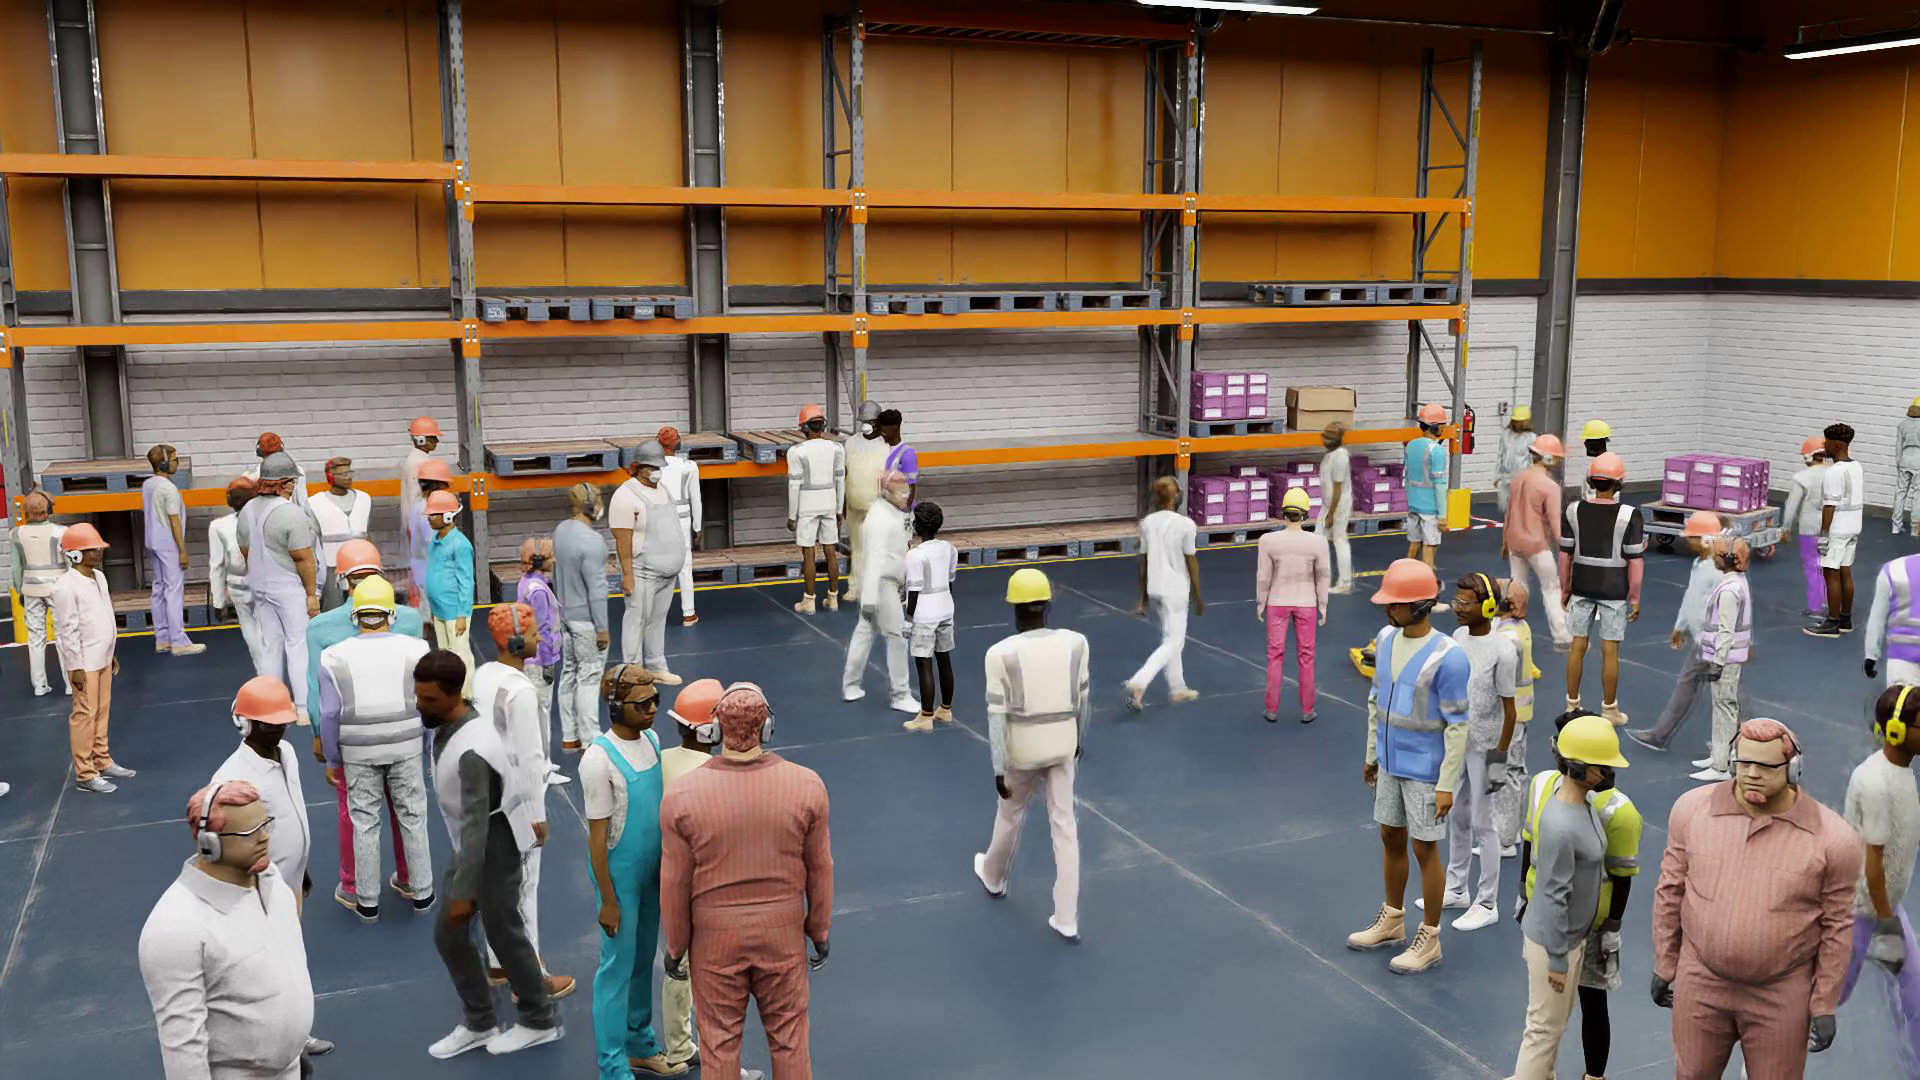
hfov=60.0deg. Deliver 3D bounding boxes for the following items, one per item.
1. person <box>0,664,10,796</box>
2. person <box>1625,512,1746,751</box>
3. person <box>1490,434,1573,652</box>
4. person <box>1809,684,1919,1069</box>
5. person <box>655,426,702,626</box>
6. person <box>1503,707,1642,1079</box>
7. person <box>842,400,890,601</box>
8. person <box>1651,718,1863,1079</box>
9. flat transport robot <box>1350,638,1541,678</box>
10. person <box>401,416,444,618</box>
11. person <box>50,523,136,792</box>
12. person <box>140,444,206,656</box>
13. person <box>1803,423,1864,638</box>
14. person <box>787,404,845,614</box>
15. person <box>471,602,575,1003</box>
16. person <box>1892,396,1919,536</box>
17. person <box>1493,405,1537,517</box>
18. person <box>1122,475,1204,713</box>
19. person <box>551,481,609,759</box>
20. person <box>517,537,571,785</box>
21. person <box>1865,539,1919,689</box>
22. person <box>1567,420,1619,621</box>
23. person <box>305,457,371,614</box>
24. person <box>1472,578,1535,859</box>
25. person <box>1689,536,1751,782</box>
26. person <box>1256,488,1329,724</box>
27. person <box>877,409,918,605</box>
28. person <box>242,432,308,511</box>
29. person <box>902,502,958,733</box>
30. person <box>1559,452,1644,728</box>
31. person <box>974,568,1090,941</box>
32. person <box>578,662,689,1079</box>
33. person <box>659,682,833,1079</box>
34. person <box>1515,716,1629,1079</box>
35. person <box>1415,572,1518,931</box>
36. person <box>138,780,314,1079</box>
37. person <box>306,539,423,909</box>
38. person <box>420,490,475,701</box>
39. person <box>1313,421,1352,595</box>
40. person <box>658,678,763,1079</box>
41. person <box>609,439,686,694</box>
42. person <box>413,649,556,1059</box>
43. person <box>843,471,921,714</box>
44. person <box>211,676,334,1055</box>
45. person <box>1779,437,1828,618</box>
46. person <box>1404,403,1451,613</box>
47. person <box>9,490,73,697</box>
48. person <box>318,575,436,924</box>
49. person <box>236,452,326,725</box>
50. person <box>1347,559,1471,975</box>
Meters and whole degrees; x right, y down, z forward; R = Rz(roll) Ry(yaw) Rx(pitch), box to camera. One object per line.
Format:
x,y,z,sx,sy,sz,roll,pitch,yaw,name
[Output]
-6.390,0.741,10.502,0.590,1.917,0.398,-4,10,-19,person
5.152,0.650,11.625,0.885,1.701,0.606,2,10,13,person
5.108,0.042,14.526,0.884,1.937,0.659,-3,10,-15,person
3.714,1.465,6.629,0.533,1.816,0.957,-10,14,-44,person
-2.710,-0.123,15.570,0.584,1.882,0.337,-1,10,-7,person
2.469,1.506,6.726,0.318,1.697,0.535,-6,12,-31,person
-0.898,-0.382,16.613,0.682,2.000,0.538,3,10,19,person
2.757,1.554,5.851,0.642,1.908,0.409,7,12,35,person
4.037,0.976,13.885,1.431,0.197,0.652,1,10,5,flat transport robot
-5.001,-0.165,15.550,0.419,1.986,0.608,-2,10,-13,person
-5.670,0.757,10.867,0.321,1.755,0.563,-1,10,-5,person
-6.891,0.086,14.478,0.506,1.847,0.346,8,12,37,person
8.008,-0.092,15.197,0.603,1.957,0.385,-9,13,-42,person
-1.408,-0.295,16.133,0.608,2.036,0.380,-6,12,-32,person
-2.093,1.222,7.827,0.358,1.882,0.574,-7,12,-37,person
11.842,-0.923,20.611,0.311,1.735,0.484,-5,11,-26,person
6.539,-0.728,19.484,0.610,1.725,0.498,-9,13,-41,person
1.544,0.416,12.675,0.814,1.817,0.524,-8,13,-39,person
-2.602,0.557,11.506,0.369,1.936,0.630,-8,12,-37,person
-2.777,0.794,10.995,0.310,1.638,0.522,-4,11,-24,person
6.215,0.763,10.744,0.663,1.806,0.643,5,11,25,person
6.054,-0.187,15.849,0.396,1.918,0.586,7,12,37,person
-5.071,0.230,13.634,0.372,1.847,0.570,8,13,39,person
3.159,1.028,9.639,0.315,1.641,0.515,5,11,28,person
5.069,0.787,11.036,0.307,1.641,0.514,5,11,27,person
2.470,0.490,12.383,0.533,1.767,0.312,2,10,10,person
-0.654,-0.332,16.562,0.377,1.959,0.603,-6,11,-30,person
-6.191,-0.038,15.085,0.573,1.883,0.354,-8,12,-37,person
-0.228,0.562,12.166,0.319,1.697,0.532,7,12,36,person
4.718,0.371,12.260,0.607,2.048,0.369,8,13,38,person
0.384,1.073,8.716,0.612,1.875,0.988,-3,10,-18,person
-1.350,1.407,6.873,0.345,1.846,0.507,3,10,16,person
-0.806,1.476,6.299,0.651,1.906,0.402,-2,10,-14,person
2.352,1.529,6.418,0.341,1.760,0.525,5,11,29,person
2.654,1.085,8.652,0.321,1.871,0.532,-4,10,-20,person
-2.210,1.670,5.175,0.406,1.911,0.639,1,10,5,person
-3.173,0.980,8.929,0.615,1.987,0.406,-6,11,-30,person
-3.810,0.498,12.369,0.327,1.752,0.561,-8,13,-40,person
3.773,-0.313,16.886,0.591,1.806,0.552,-1,10,-9,person
-1.067,1.436,6.966,0.336,1.749,0.575,-10,14,-44,person
-2.441,0.203,13.245,0.535,2.000,0.687,4,11,22,person
-2.044,1.353,7.116,0.647,1.863,0.616,-6,12,-31,person
-0.593,0.385,12.740,0.679,1.861,0.687,0,10,-2,person
-2.904,1.425,7.032,0.323,1.749,0.572,0,10,2,person
8.240,-0.126,16.051,0.572,1.723,0.516,-3,10,-18,person
4.563,-0.316,16.224,0.370,2.044,0.608,-3,10,-18,person
-7.175,0.428,13.091,0.513,1.644,0.311,0,10,-2,person
-3.030,1.092,8.724,0.601,1.830,0.404,-4,11,-22,person
-4.992,0.350,12.396,0.683,2.000,0.538,5,11,28,person
2.175,1.094,8.115,0.388,2.036,0.615,-5,11,-25,person
